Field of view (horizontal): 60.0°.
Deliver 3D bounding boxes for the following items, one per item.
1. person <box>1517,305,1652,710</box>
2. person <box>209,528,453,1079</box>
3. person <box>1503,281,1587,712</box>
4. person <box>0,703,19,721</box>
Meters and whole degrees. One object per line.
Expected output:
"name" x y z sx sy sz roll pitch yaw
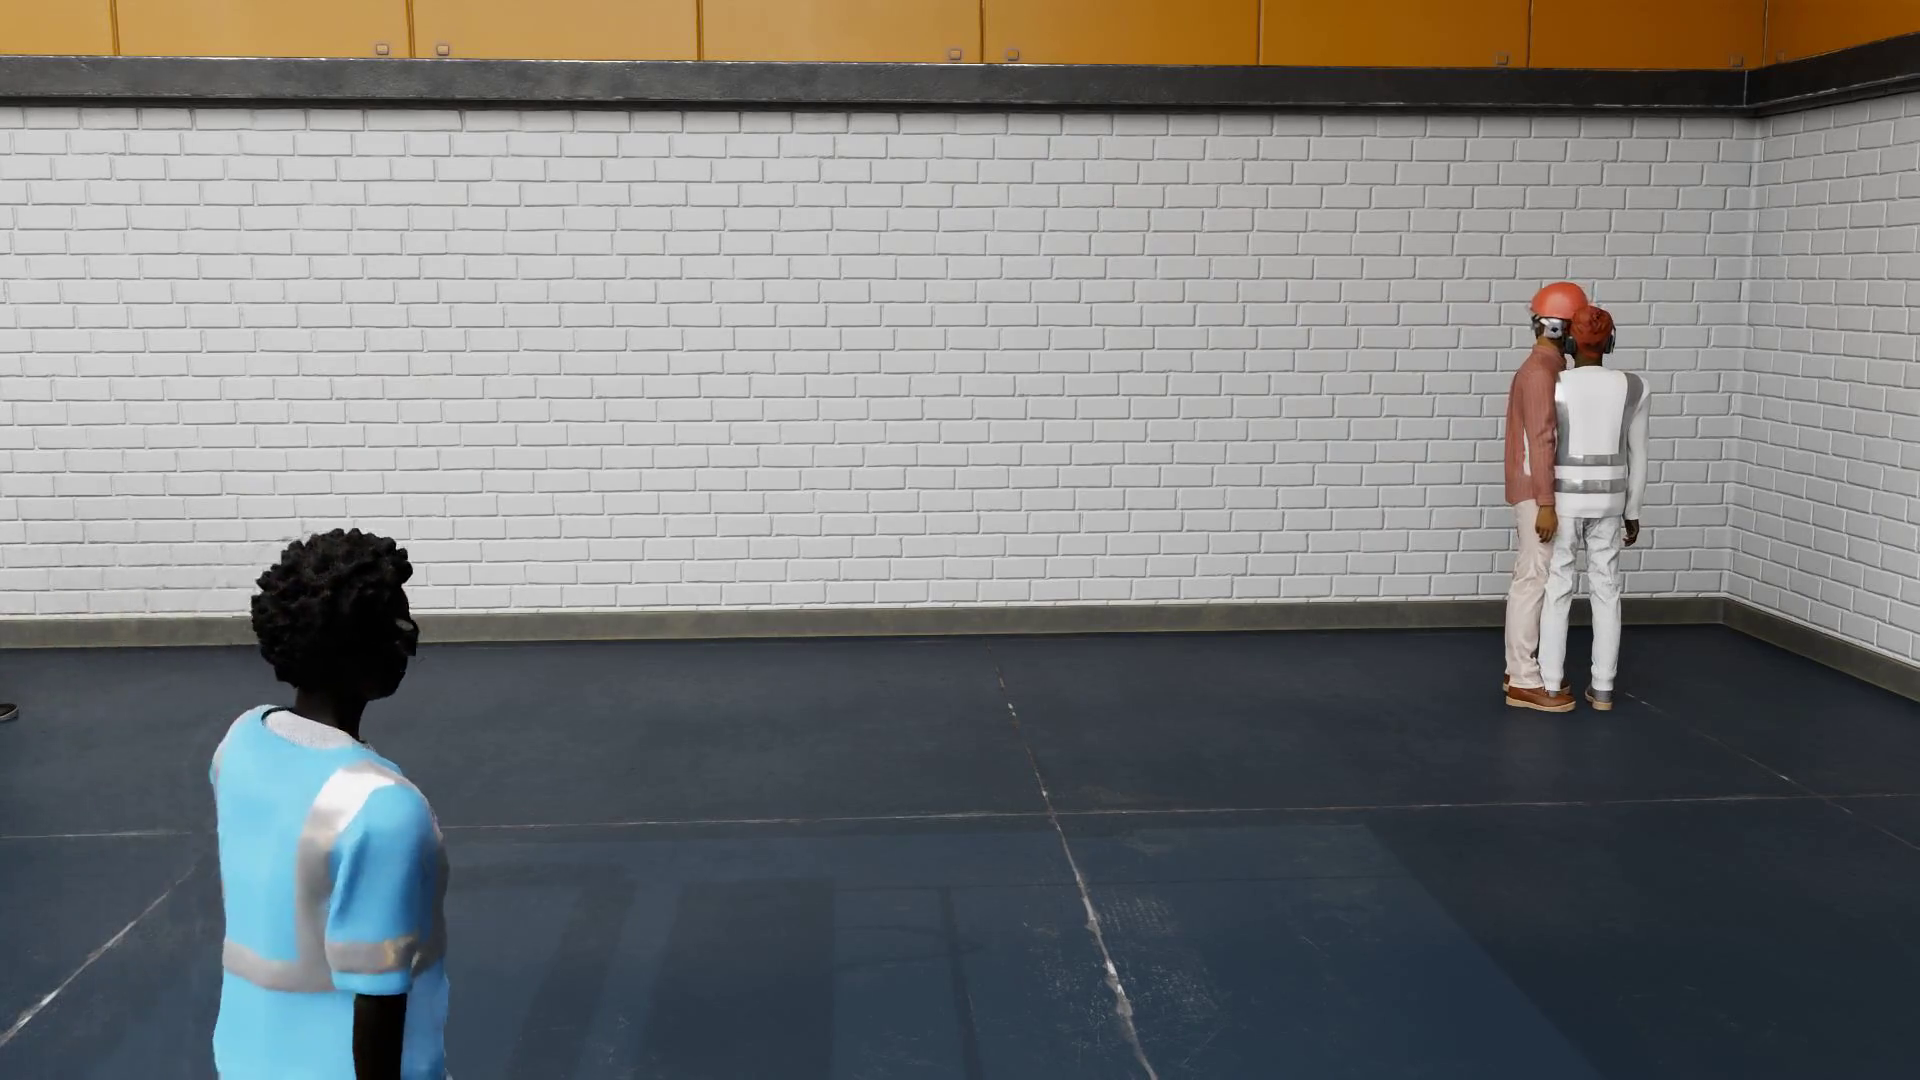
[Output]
"person" 2.881 -0.139 7.720 0.575 1.885 0.355 0 9 2
"person" -0.995 0.806 2.496 0.523 1.659 0.841 7 11 37
"person" 2.746 -0.208 7.814 0.379 1.994 0.611 3 9 18
"person" -4.576 -0.075 7.517 0.588 1.822 0.403 8 12 41
